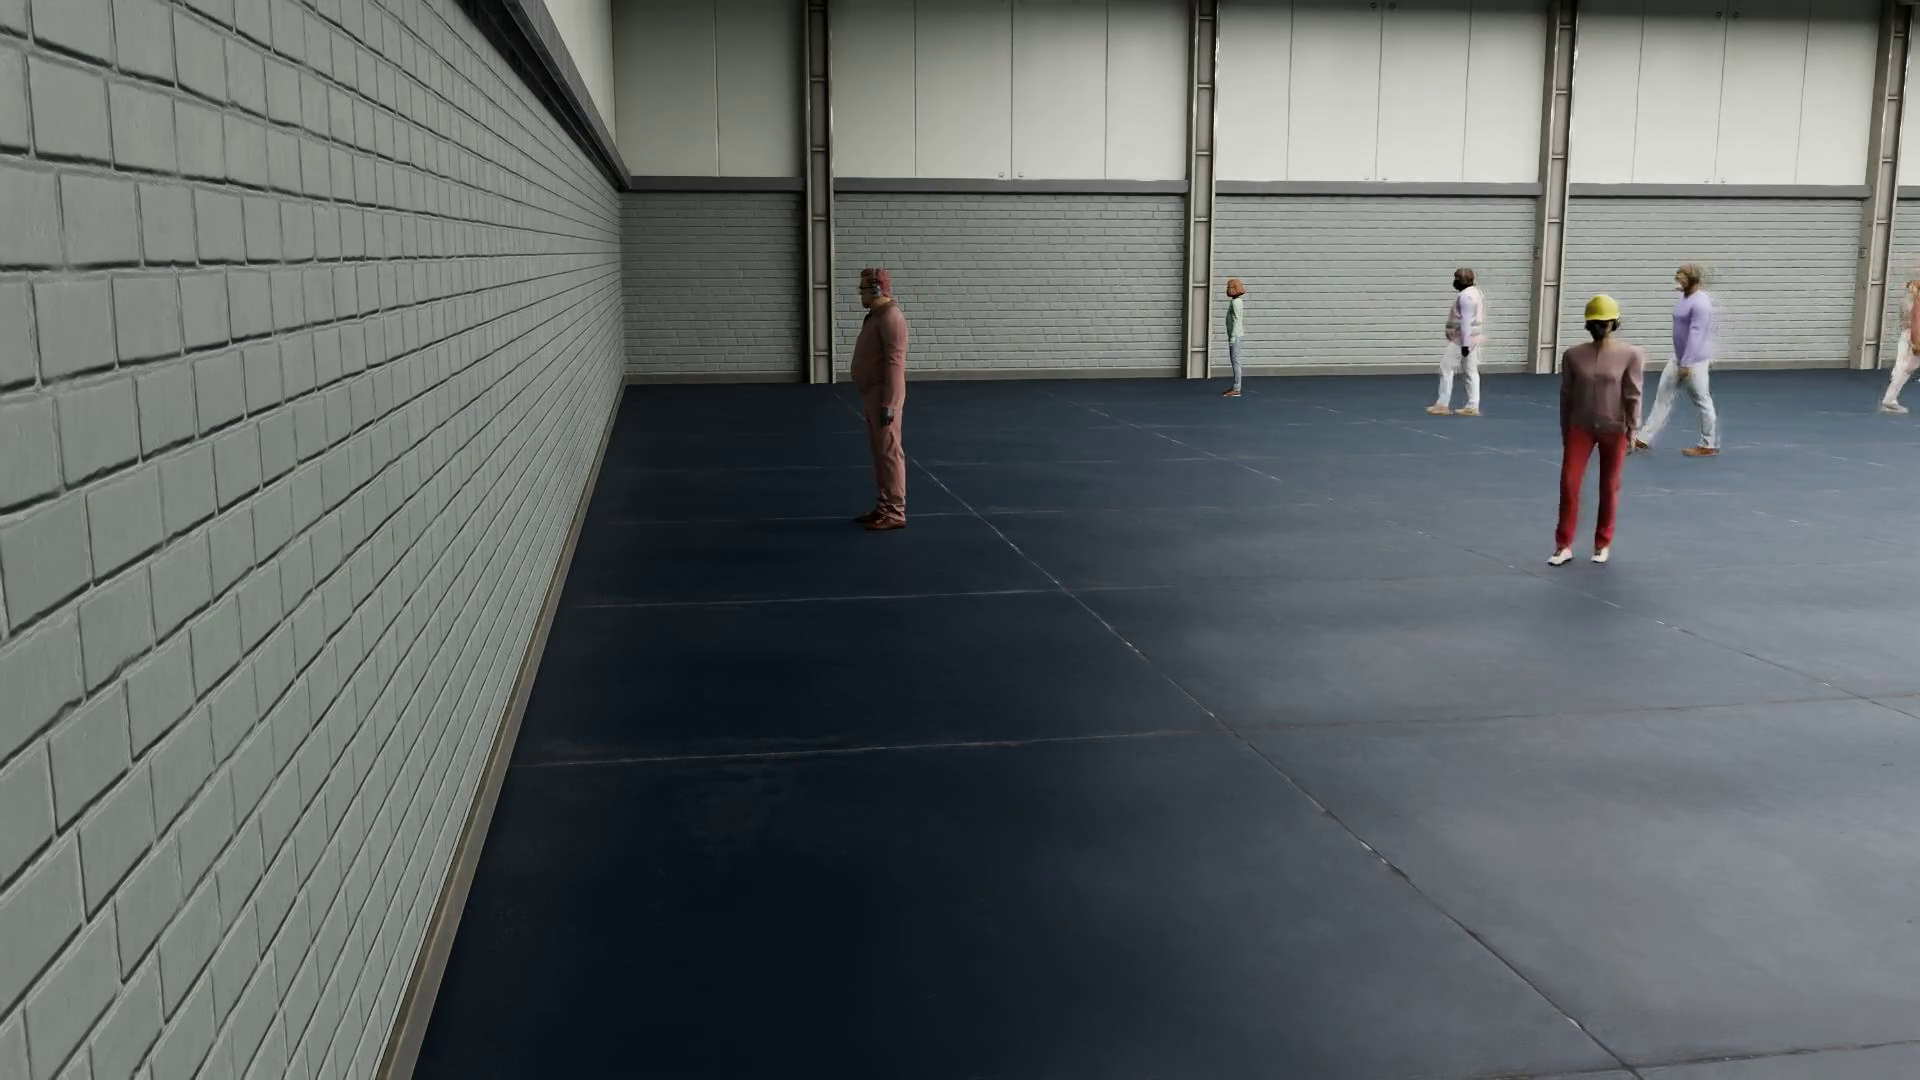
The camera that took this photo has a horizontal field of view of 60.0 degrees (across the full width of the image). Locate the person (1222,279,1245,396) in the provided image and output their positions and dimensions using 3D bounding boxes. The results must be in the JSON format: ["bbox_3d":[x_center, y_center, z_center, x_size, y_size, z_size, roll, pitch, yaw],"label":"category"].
[{"bbox_3d":[3.840,-2.834,23.330,0.277,1.633,0.507,2,10,11],"label":"person"}]

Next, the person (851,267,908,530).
[{"bbox_3d":[-0.595,-1.025,12.139,0.401,1.904,0.646,-2,10,-13],"label":"person"}]

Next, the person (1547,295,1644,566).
[{"bbox_3d":[4.069,-0.682,10.643,0.530,1.741,0.746,6,11,31],"label":"person"}]

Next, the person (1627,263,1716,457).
[{"bbox_3d":[7.004,-1.743,16.287,0.976,1.893,0.661,0,10,1],"label":"person"}]

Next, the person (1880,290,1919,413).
[{"bbox_3d":[12.051,-2.513,20.620,1.059,1.936,0.614,5,11,29],"label":"person"}]

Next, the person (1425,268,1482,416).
[{"bbox_3d":[6.115,-2.447,20.574,0.771,1.812,0.647,6,11,30],"label":"person"}]

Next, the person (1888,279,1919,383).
[{"bbox_3d":[14.710,-3.211,25.622,0.858,1.591,0.517,-7,12,-36],"label":"person"}]
